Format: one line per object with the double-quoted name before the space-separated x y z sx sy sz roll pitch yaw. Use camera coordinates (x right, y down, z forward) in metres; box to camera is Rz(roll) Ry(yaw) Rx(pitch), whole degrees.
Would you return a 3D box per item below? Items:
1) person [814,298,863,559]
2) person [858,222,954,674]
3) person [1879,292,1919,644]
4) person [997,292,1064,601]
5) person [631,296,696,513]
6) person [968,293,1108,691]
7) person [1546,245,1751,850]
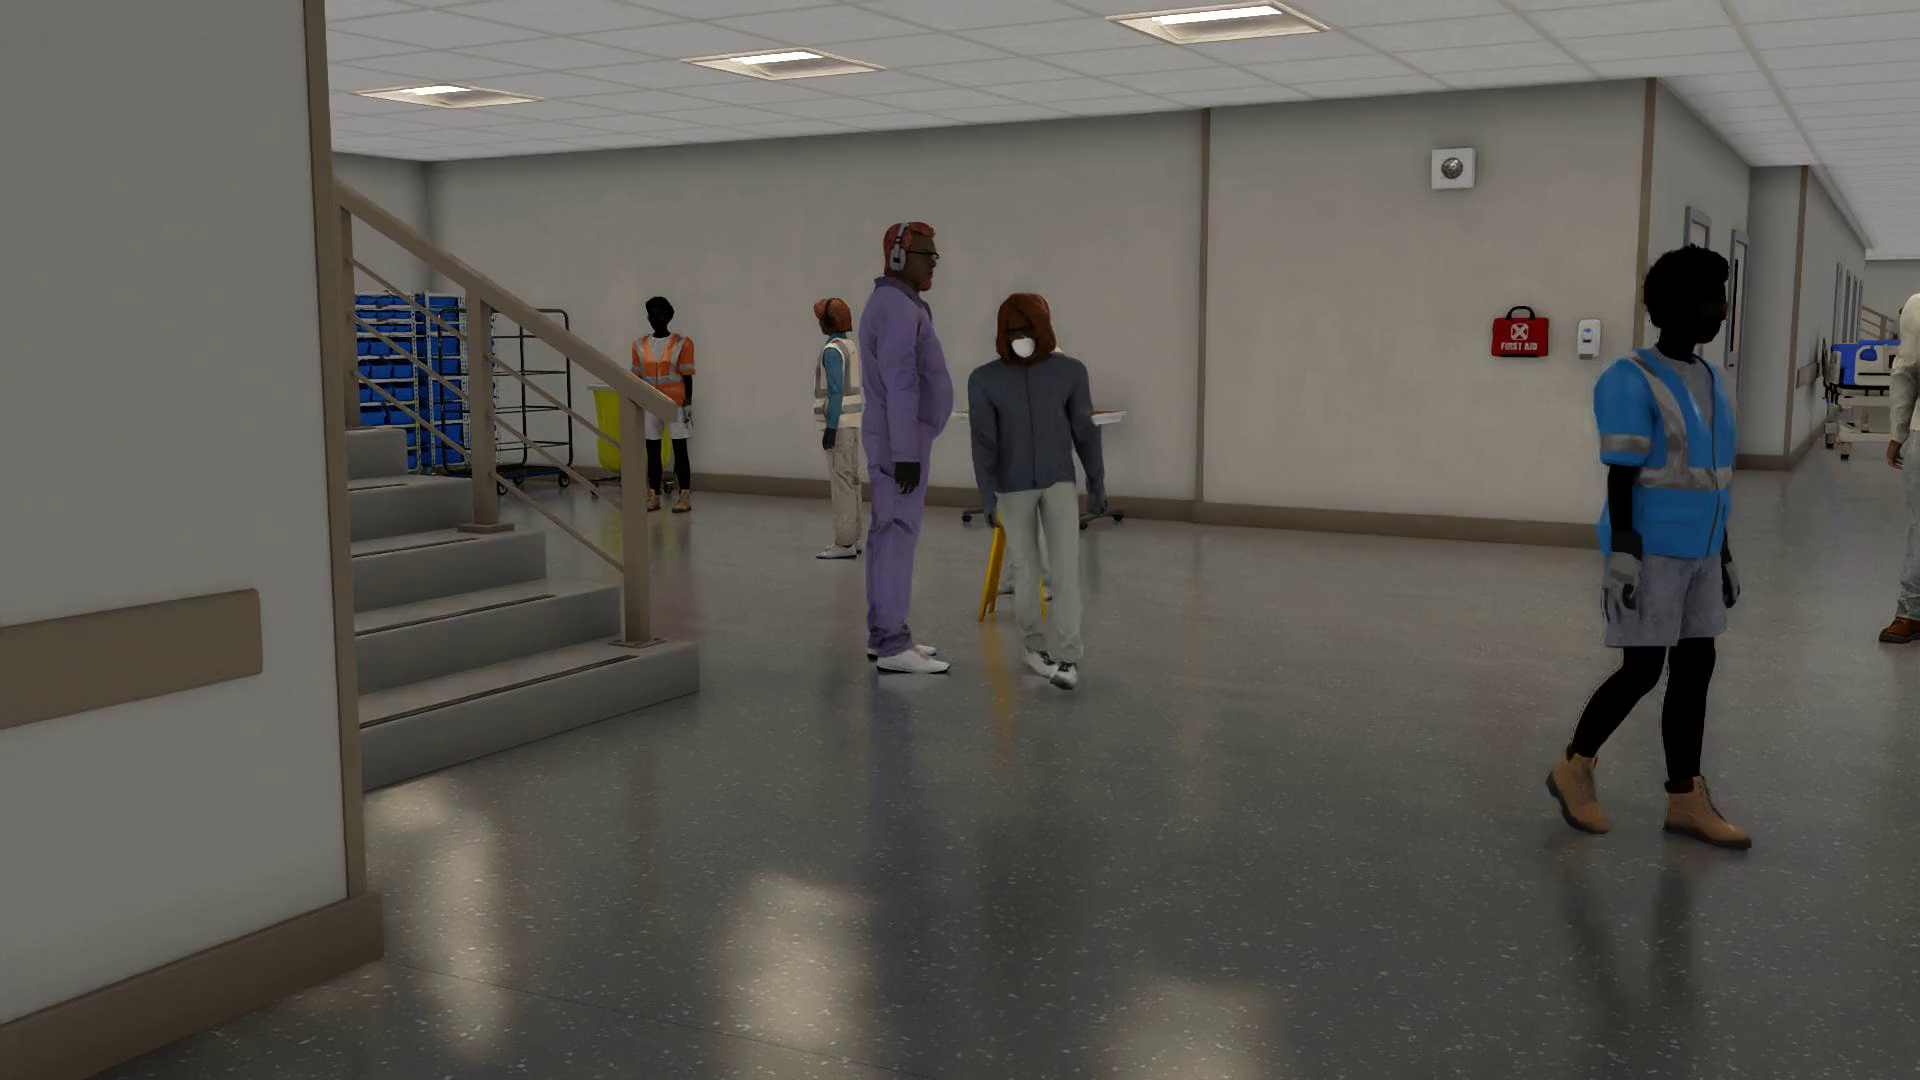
"person" -0.765 -0.698 10.469 0.310 1.636 0.523 1 7 7
"person" -0.226 -0.394 7.112 0.399 1.905 0.643 -1 7 -7
"person" 4.524 -0.464 7.515 0.370 1.940 0.627 -7 10 -43
"person" 0.379 -0.492 8.868 0.315 1.641 0.514 -5 9 -34
"person" -2.314 -1.051 12.986 0.530 1.689 0.321 1 8 10
"person" 0.325 -0.185 6.671 0.577 1.582 0.747 -1 7 -4
"person" 2.006 0.023 4.717 0.554 1.700 0.443 -5 9 -32
